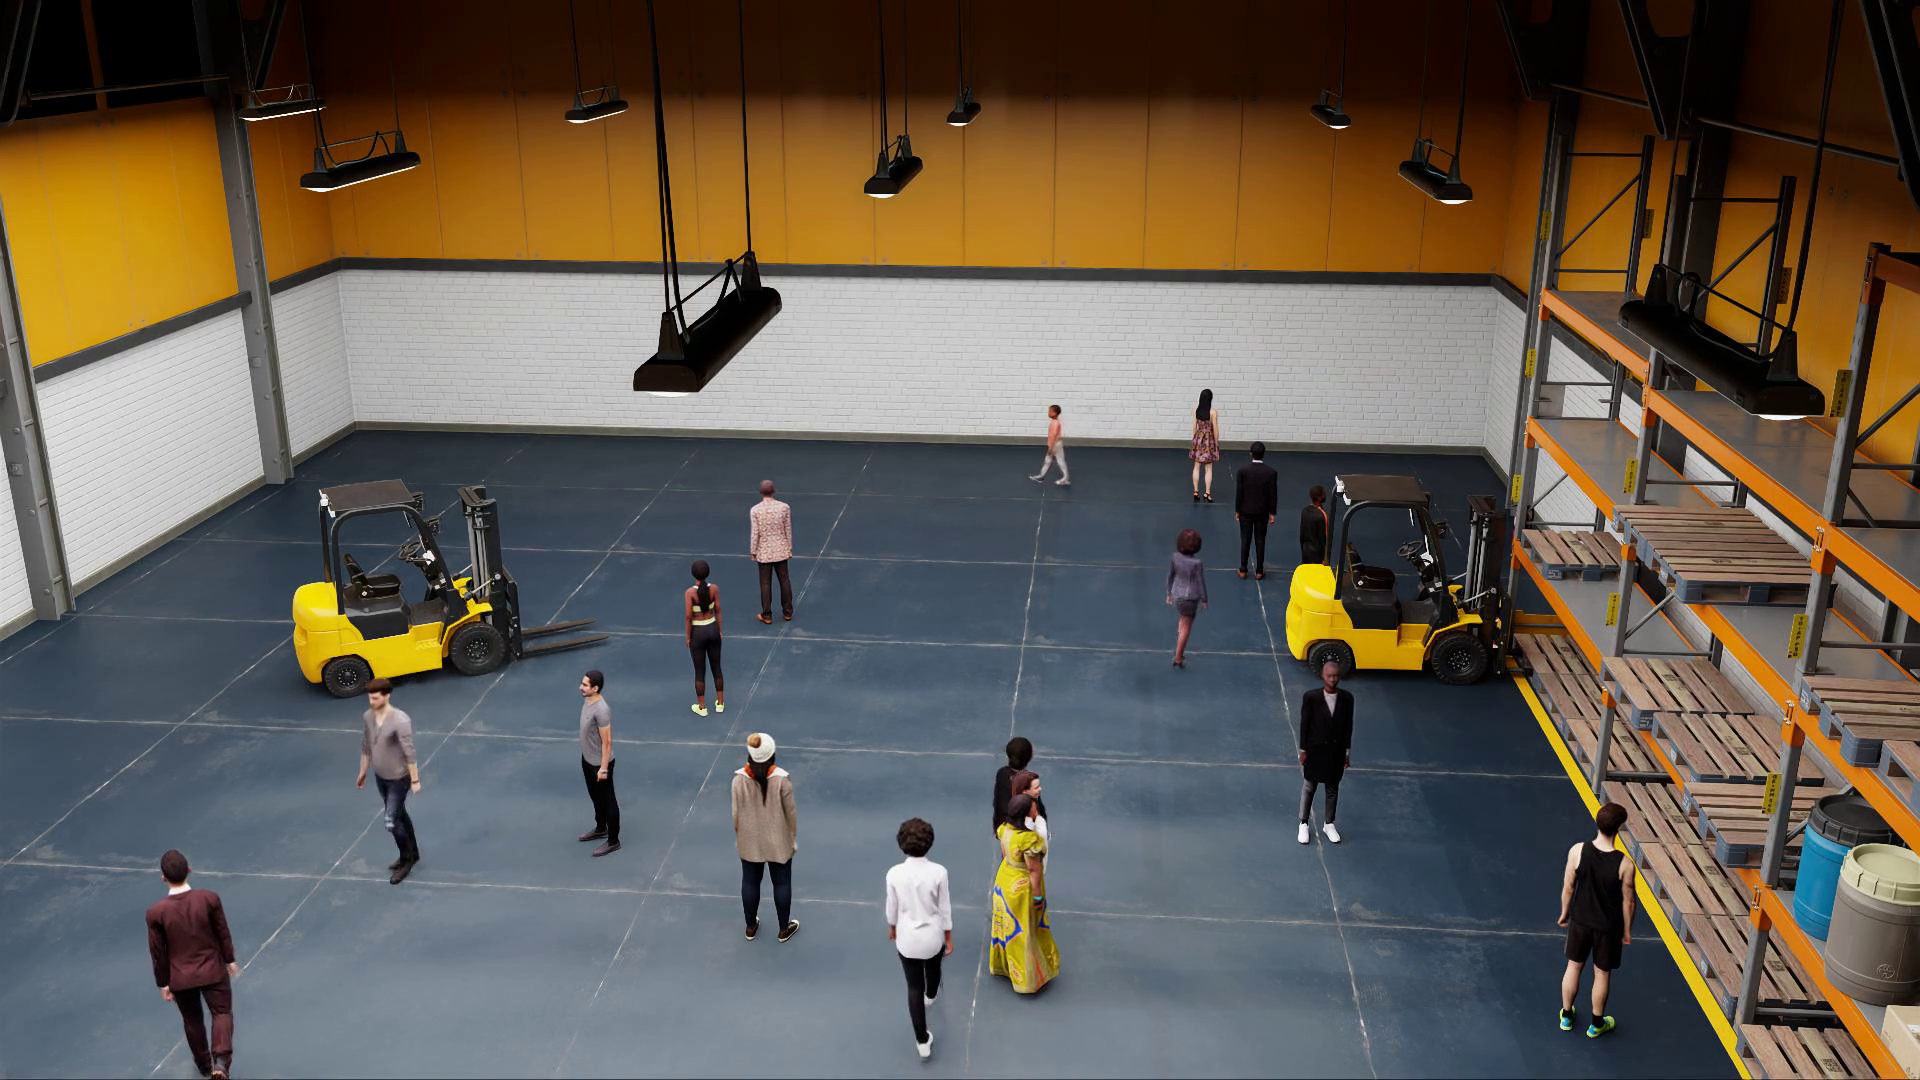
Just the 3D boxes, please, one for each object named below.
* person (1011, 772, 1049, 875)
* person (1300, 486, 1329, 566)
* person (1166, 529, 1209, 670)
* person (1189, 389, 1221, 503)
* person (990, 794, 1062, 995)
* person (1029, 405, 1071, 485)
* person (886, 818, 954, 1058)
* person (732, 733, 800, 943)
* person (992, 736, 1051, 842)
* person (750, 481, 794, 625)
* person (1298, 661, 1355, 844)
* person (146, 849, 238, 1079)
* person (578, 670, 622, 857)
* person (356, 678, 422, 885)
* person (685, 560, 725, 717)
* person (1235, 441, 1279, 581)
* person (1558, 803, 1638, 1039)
[{"bbox_3d":[0.513,2.652,13.175,0.688,1.795,0.489,-1,19,-2],"label":"person"},{"bbox_3d":[4.348,0.194,20.454,0.758,1.809,0.652,-10,21,-27],"label":"person"},{"bbox_3d":[2.534,0.718,19.091,0.793,1.685,0.741,-17,25,-41],"label":"person"},{"bbox_3d":[3.735,-1.440,25.358,0.785,1.775,0.819,11,22,30],"label":"person"},{"bbox_3d":[0.480,2.752,13.090,1.063,1.660,0.963,-10,21,-27],"label":"person"},{"bbox_3d":[1.570,-1.483,26.264,0.667,1.277,0.852,-2,19,-5],"label":"person"},{"bbox_3d":[-0.300,2.973,12.276,0.738,1.761,1.133,0,19,0],"label":"person"},{"bbox_3d":[-1.614,2.423,13.706,0.697,1.891,0.653,3,19,8],"label":"person"},{"bbox_3d":[0.428,2.466,13.947,0.950,1.654,0.872,-17,25,-41],"label":"person"},{"bbox_3d":[-2.325,0.145,20.597,0.772,1.809,0.754,-7,20,-19],"label":"person"},{"bbox_3d":[3.366,1.938,15.347,0.664,1.762,0.585,-1,19,-2],"label":"person"},{"bbox_3d":[-5.396,3.093,11.787,0.976,1.845,1.147,-8,20,-23],"label":"person"},{"bbox_3d":[-3.302,1.994,15.192,0.762,1.755,0.679,-12,22,-31],"label":"person"},{"bbox_3d":[-4.967,2.063,14.784,0.848,1.886,0.874,13,23,34],"label":"person"},{"bbox_3d":[-2.756,1.050,17.995,0.642,1.755,0.667,-9,21,-26],"label":"person"},{"bbox_3d":[3.910,-0.395,22.085,0.710,1.884,0.550,3,19,8],"label":"person"},{"bbox_3d":[4.762,2.844,12.455,0.781,1.891,0.769,12,22,32],"label":"person"}]
